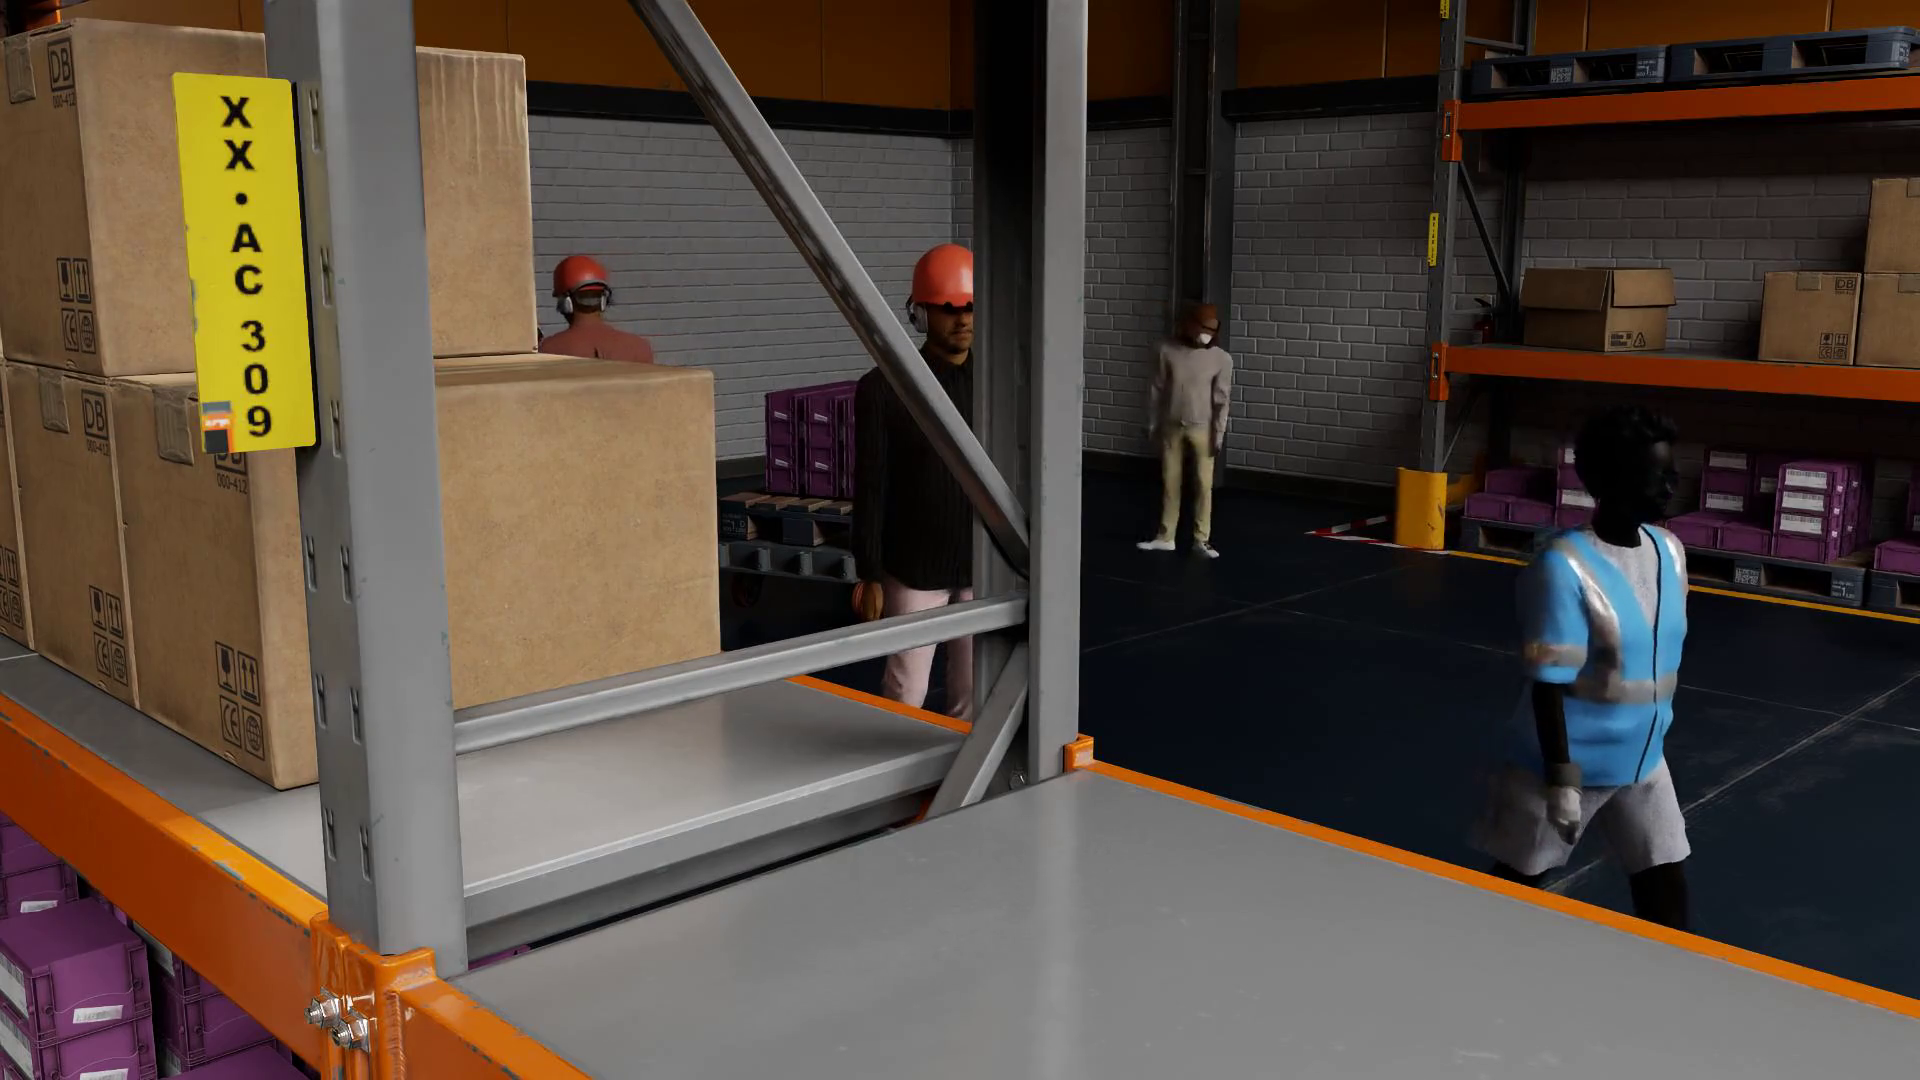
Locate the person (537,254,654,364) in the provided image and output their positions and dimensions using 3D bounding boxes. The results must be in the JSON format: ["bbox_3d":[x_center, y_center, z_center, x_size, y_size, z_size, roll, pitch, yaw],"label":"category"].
[{"bbox_3d":[-1.637,-0.310,7.519,0.620,1.950,0.993,-7,13,-34],"label":"person"}]

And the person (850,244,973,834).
[{"bbox_3d":[-0.040,0.085,5.205,0.623,1.992,0.396,-6,12,-29],"label":"person"}]

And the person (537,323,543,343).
[{"bbox_3d":[-1.595,0.017,6.043,0.403,1.823,0.599,2,11,11],"label":"person"}]

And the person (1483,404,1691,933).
[{"bbox_3d":[1.485,0.501,3.877,0.549,1.644,0.890,-6,12,-30],"label":"person"}]

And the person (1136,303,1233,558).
[{"bbox_3d":[1.381,-0.685,10.463,0.643,1.609,0.326,5,12,26],"label":"person"}]
